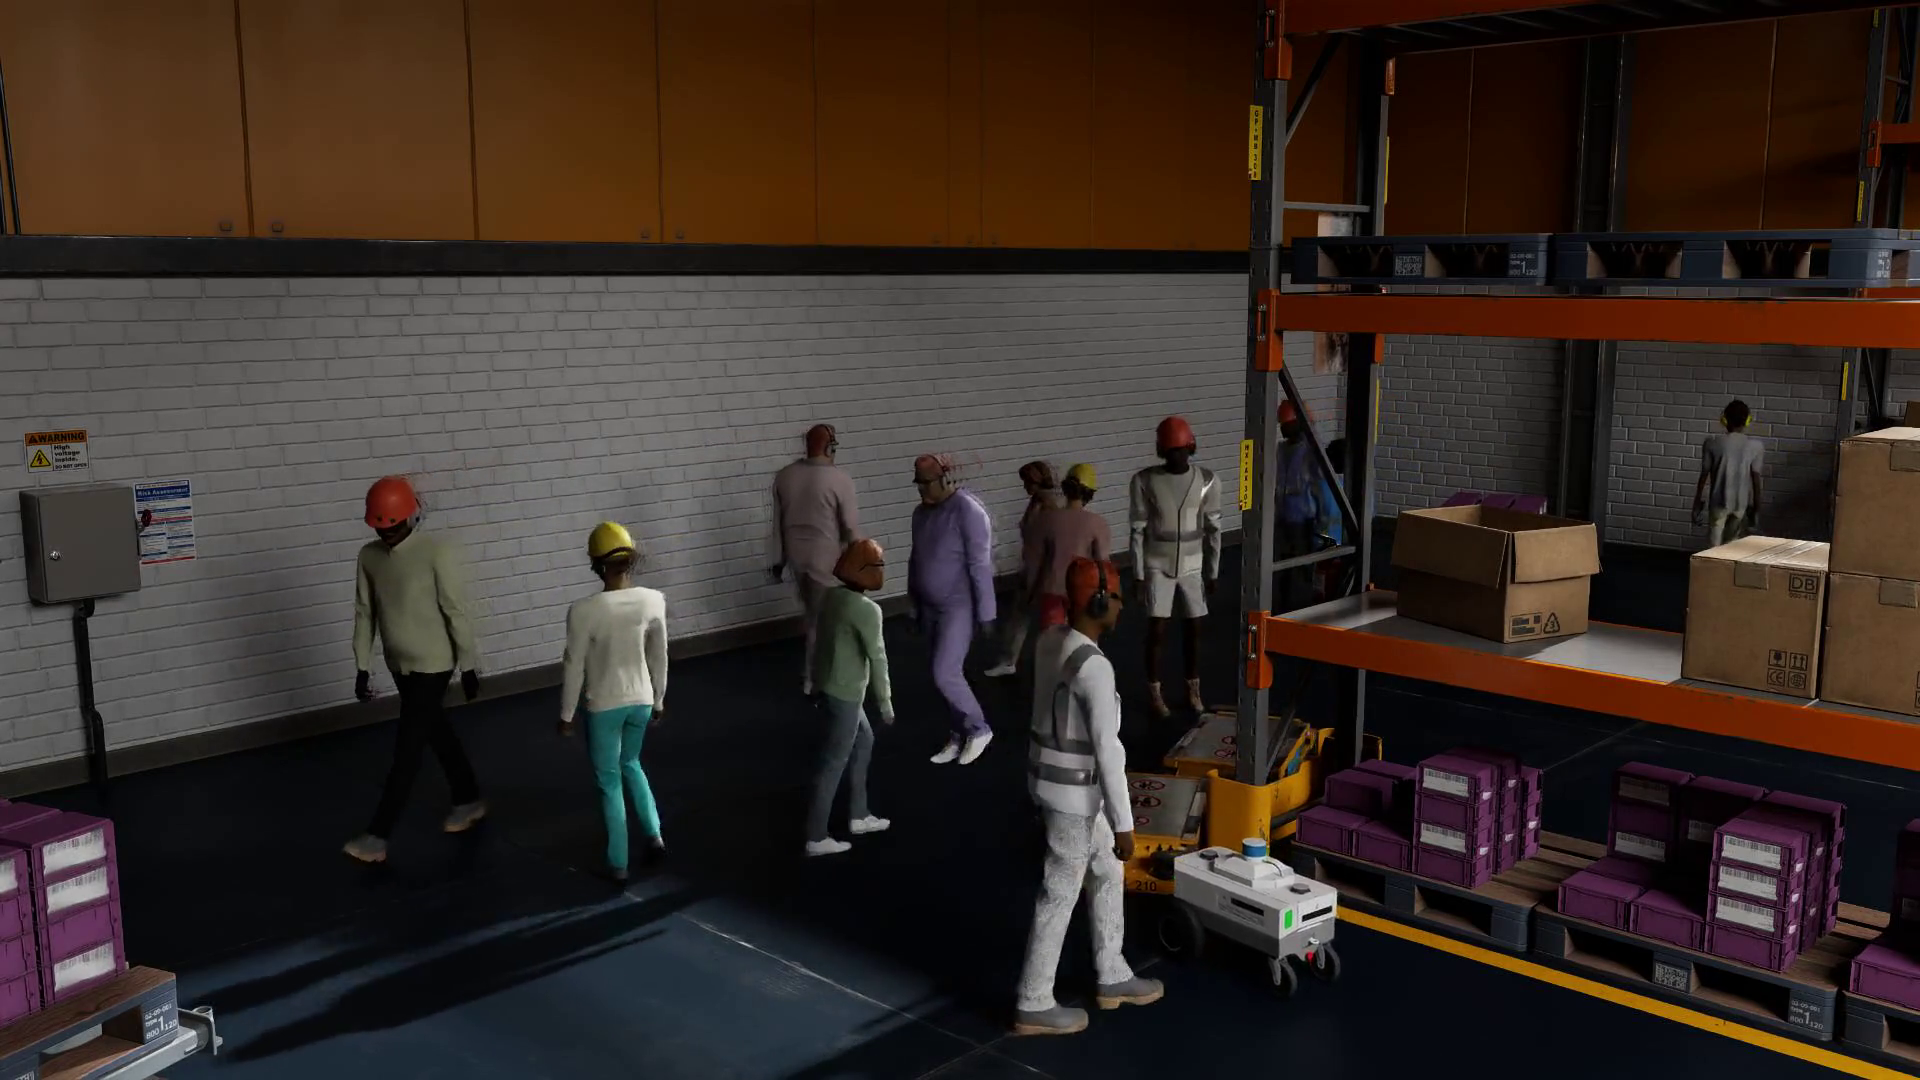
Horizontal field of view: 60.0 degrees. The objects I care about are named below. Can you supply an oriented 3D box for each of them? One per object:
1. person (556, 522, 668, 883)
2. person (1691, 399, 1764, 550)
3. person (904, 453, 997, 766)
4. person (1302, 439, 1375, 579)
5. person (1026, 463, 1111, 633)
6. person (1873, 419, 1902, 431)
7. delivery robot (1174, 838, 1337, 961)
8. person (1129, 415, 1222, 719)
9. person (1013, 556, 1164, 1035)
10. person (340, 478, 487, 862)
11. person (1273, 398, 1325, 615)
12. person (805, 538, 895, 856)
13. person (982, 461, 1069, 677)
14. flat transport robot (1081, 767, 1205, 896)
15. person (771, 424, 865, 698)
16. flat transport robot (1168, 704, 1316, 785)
[{"bbox_3d":[-1.667,0.784,7.975,0.358,1.756,0.534,9,13,43],"label":"person"},{"bbox_3d":[6.609,-0.287,14.309,0.527,1.840,0.778,2,9,10],"label":"person"},{"bbox_3d":[-0.074,0.417,9.862,0.437,1.875,0.672,-6,11,-34],"label":"person"},{"bbox_3d":[2.896,0.051,12.785,0.530,1.653,0.886,3,10,20],"label":"person"},{"bbox_3d":[0.694,0.363,10.707,0.575,1.703,0.884,3,10,18],"label":"person"},{"bbox_3d":[6.719,0.060,12.078,0.595,1.885,0.520,0,9,2],"label":"person"},{"bbox_3d":[1.232,1.496,6.982,0.477,0.478,0.707,-7,12,-37],"label":"delivery robot"},{"bbox_3d":[1.408,0.179,10.899,0.608,2.020,0.477,-1,9,-5],"label":"person"},{"bbox_3d":[0.550,0.987,6.420,0.817,1.853,0.607,-2,10,-14],"label":"person"},{"bbox_3d":[-2.777,0.630,8.415,0.627,1.915,1.021,5,11,29],"label":"person"},{"bbox_3d":[2.756,-0.198,13.497,0.548,1.919,0.562,-7,12,-37],"label":"person"},{"bbox_3d":[-0.522,0.787,8.420,0.664,1.599,0.508,-5,11,-29],"label":"person"},{"bbox_3d":[0.622,0.219,11.914,0.815,1.598,0.507,-3,10,-15],"label":"person"},{"bbox_3d":[0.913,1.447,8.454,0.652,0.197,1.431,2,10,13],"label":"flat transport robot"},{"bbox_3d":[-0.919,0.127,11.616,0.684,1.878,0.776,5,11,30],"label":"person"},{"bbox_3d":[1.642,1.241,9.714,0.652,0.197,1.431,4,10,20],"label":"flat transport robot"}]
